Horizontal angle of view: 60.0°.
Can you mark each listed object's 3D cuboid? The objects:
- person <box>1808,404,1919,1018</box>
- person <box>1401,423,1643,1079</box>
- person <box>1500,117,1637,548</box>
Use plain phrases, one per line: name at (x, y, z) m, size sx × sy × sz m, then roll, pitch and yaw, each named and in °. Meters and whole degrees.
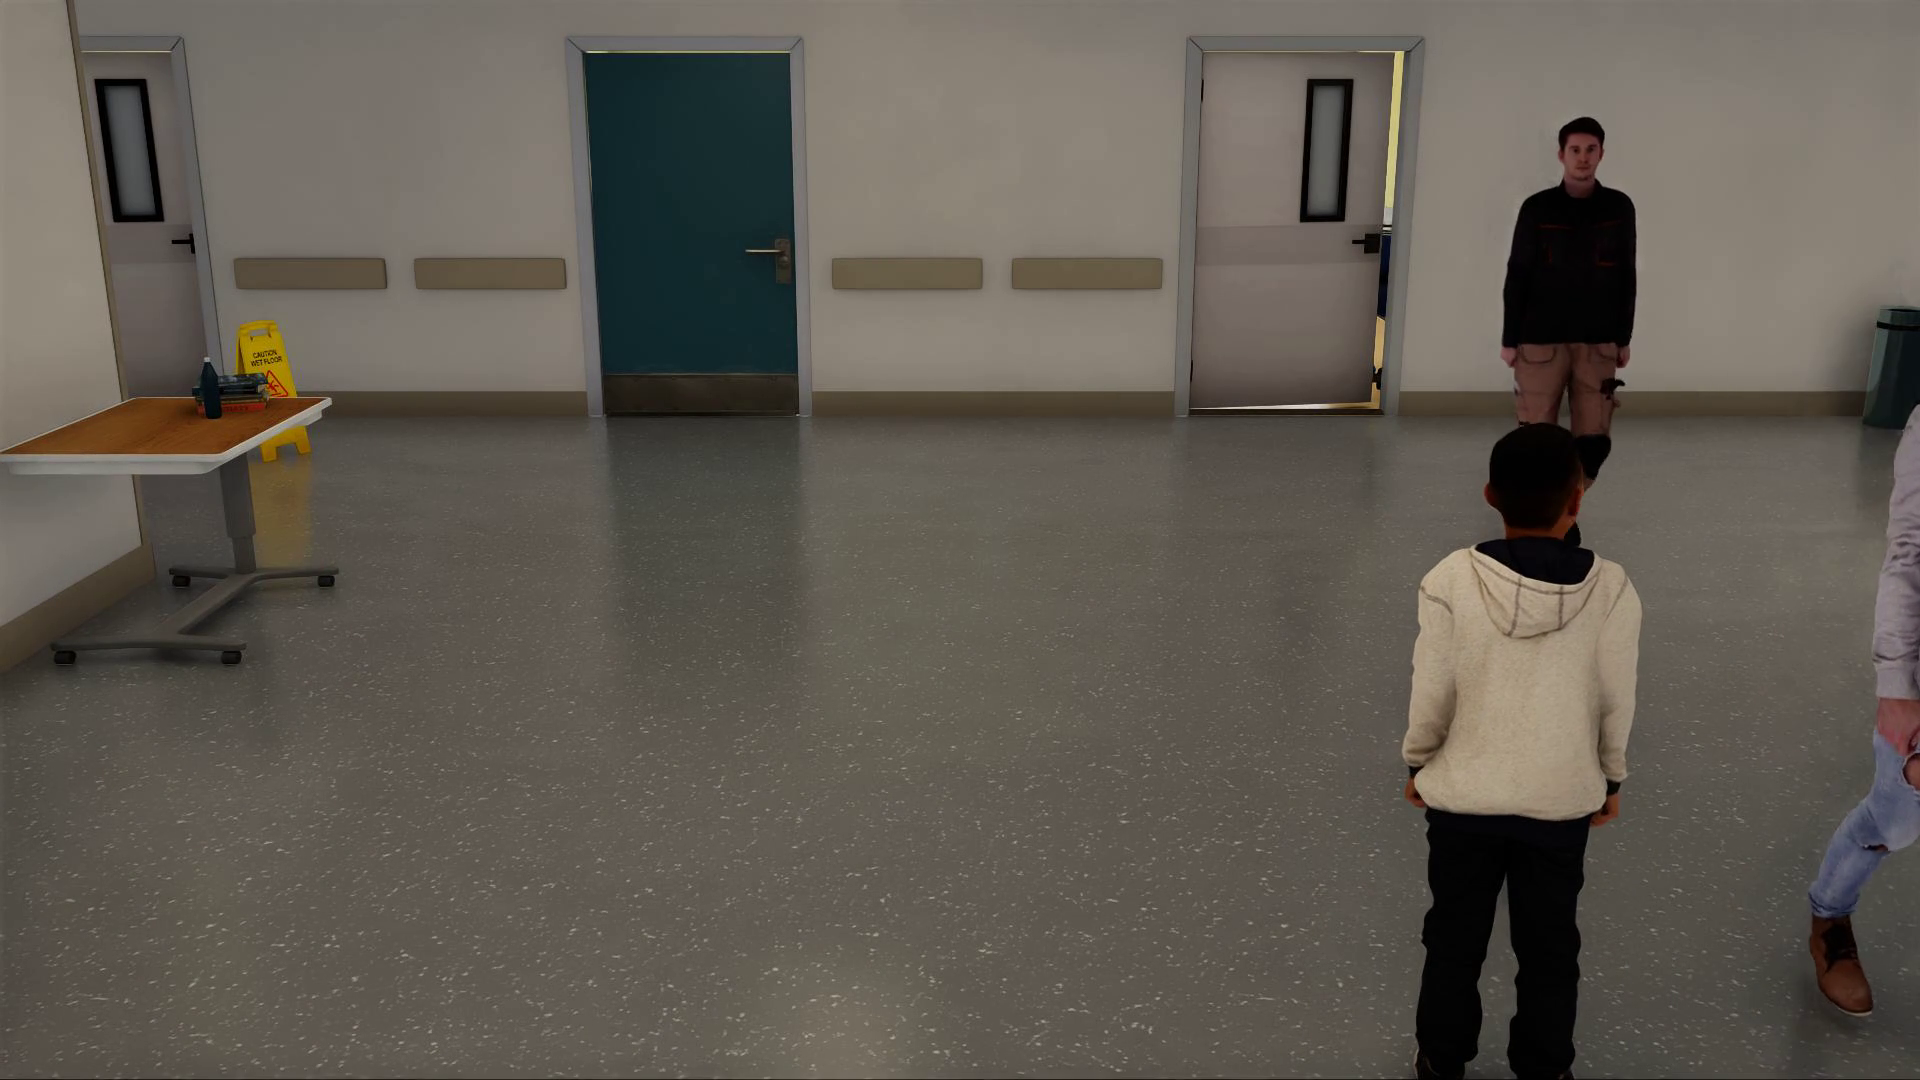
person at (2.084, 0.275, 3.476) m, size 1.103 × 1.790 × 0.808 m, roll 1°, pitch 16°, yaw 3°
person at (1.108, 0.488, 3.345) m, size 0.539 × 1.451 × 0.699 m, roll 5°, pitch 17°, yaw 18°
person at (2.632, -0.851, 7.240) m, size 0.717 × 1.915 × 0.831 m, roll 3°, pitch 16°, yaw 9°
